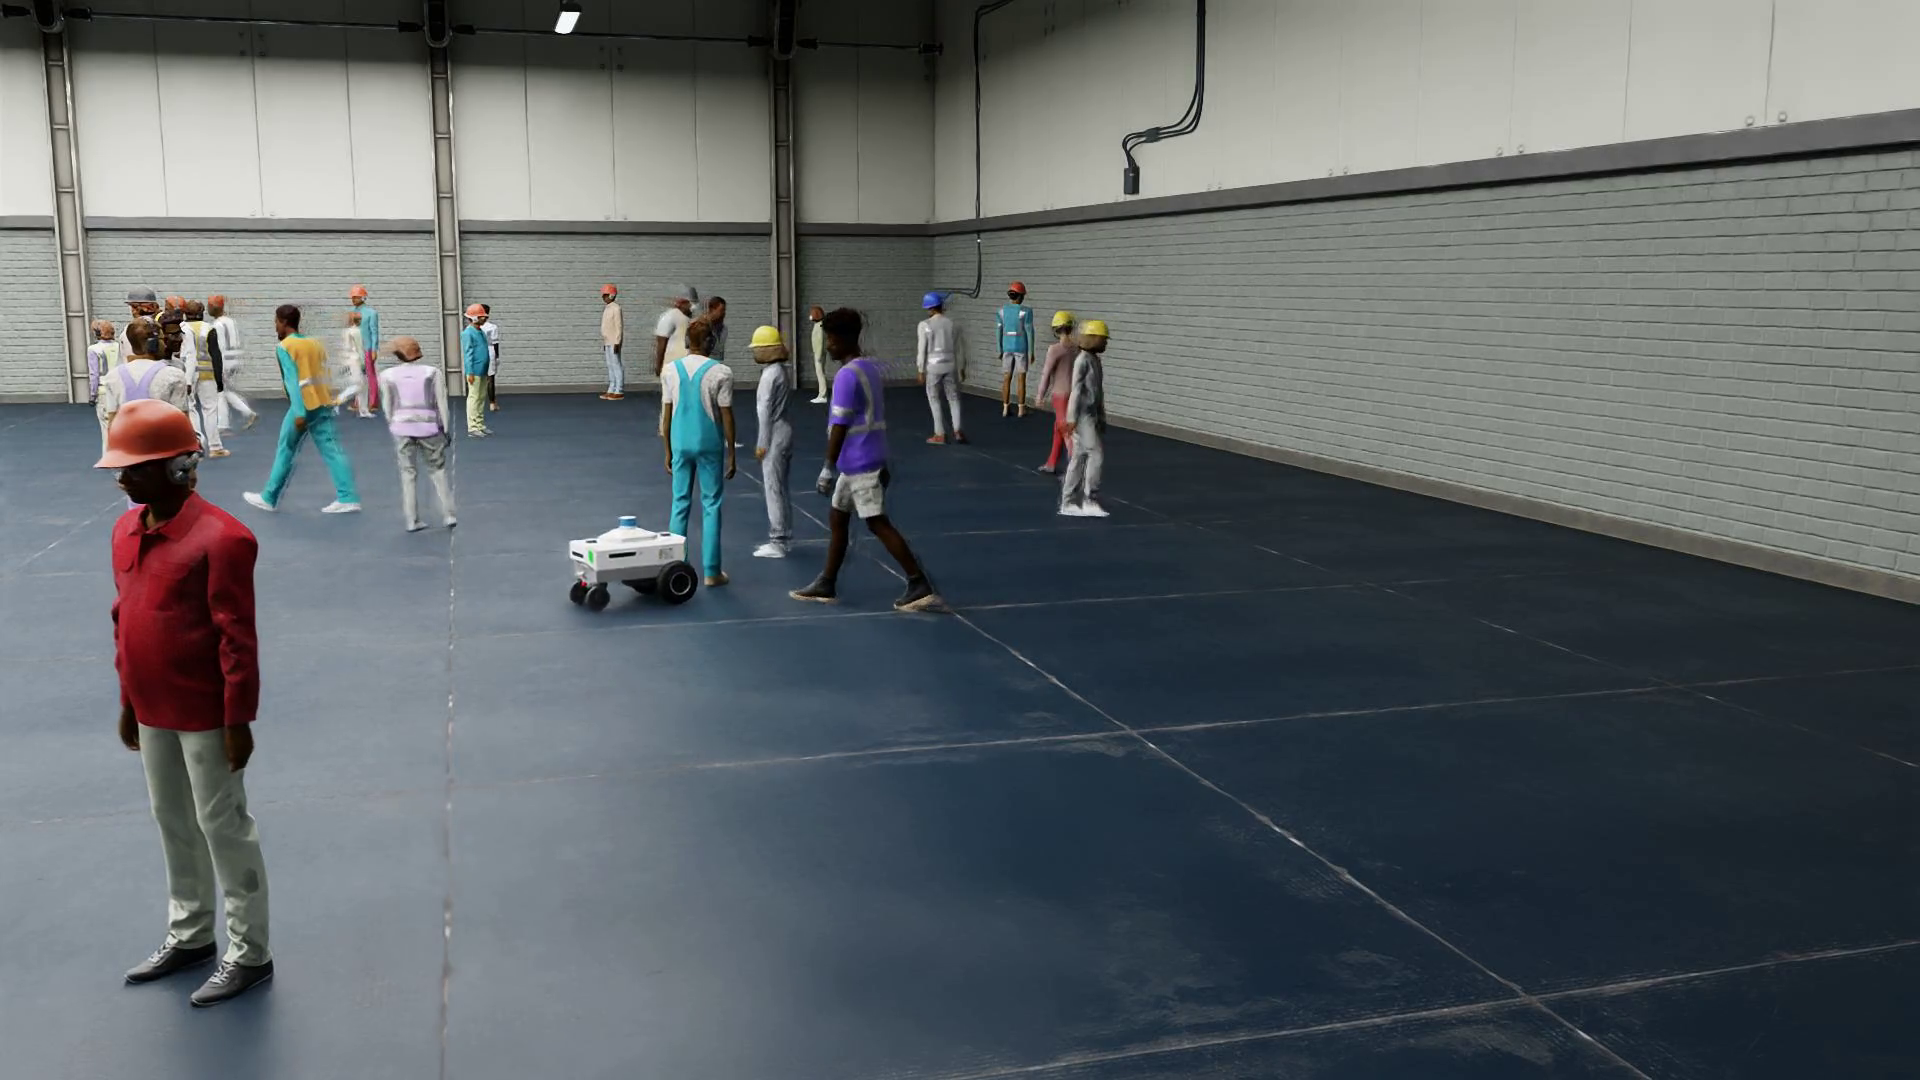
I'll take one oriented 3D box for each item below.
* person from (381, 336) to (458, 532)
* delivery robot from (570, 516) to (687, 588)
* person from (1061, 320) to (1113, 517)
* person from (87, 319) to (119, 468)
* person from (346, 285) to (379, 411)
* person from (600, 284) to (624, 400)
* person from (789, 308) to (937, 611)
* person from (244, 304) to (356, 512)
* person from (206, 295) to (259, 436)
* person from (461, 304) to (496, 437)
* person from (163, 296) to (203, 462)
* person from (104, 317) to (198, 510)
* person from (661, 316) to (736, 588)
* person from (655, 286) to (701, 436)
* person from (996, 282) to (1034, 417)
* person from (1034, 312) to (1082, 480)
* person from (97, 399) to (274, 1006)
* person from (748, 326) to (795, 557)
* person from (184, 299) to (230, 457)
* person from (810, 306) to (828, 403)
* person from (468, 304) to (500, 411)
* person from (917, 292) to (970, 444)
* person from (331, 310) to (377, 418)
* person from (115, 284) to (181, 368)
[{"bbox_3d":[-4.451,-0.871,13.714,0.560,1.616,0.387,-2,9,-11],"label":"person"},{"bbox_3d":[-2.119,0.092,10.635,0.707,0.478,0.477,-6,11,-36],"label":"delivery robot"},{"bbox_3d":[1.161,-1.053,14.528,0.621,1.710,0.514,4,10,21],"label":"person"},{"bbox_3d":[-9.382,-1.607,18.337,0.309,1.641,0.514,2,9,14],"label":"person"},{"bbox_3d":[-9.478,-3.036,26.326,0.620,1.990,0.399,4,10,26],"label":"person"},{"bbox_3d":[-6.019,-3.416,28.746,0.379,1.996,0.611,-5,10,-31],"label":"person"},{"bbox_3d":[-0.591,-0.496,10.433,0.973,1.919,0.594,1,9,6],"label":"person"},{"bbox_3d":[-5.883,-1.160,14.807,1.051,1.848,0.606,2,9,10],"label":"person"},{"bbox_3d":[-9.733,-2.311,22.077,0.538,1.872,0.581,-1,9,-5],"label":"person"},{"bbox_3d":[-6.384,-2.249,22.068,0.333,1.749,0.574,1,9,7],"label":"person"},{"bbox_3d":[-8.842,-1.816,18.890,0.346,1.882,0.584,-7,12,-40],"label":"person"},{"bbox_3d":[-5.073,-0.474,10.465,0.507,1.842,0.351,0,9,-1],"label":"person"},{"bbox_3d":[-1.755,-0.587,11.223,0.517,1.834,0.357,2,9,11],"label":"person"},{"bbox_3d":[-3.549,-2.330,21.673,1.075,2.000,0.707,5,10,28],"label":"person"},{"bbox_3d":[0.857,-2.880,25.175,0.616,2.041,0.378,5,10,29],"label":"person"},{"bbox_3d":[0.996,-1.496,17.316,0.802,1.736,0.538,7,11,39],"label":"person"},{"bbox_3d":[-2.256,0.463,4.801,0.573,1.743,0.352,5,10,30],"label":"person"},{"bbox_3d":[-1.421,-0.738,12.509,0.344,1.730,0.483,1,9,3],"label":"person"},{"bbox_3d":[-8.884,-1.877,19.412,0.621,1.845,0.430,1,9,7],"label":"person"},{"bbox_3d":[-2.382,-3.122,28.047,0.285,1.627,0.508,-2,9,-12],"label":"person"},{"bbox_3d":[-7.515,-2.872,26.265,0.535,1.690,0.322,2,9,10],"label":"person"},{"bbox_3d":[-0.215,-2.139,20.878,0.680,1.919,0.519,-4,10,-27],"label":"person"},{"bbox_3d":[-9.068,-2.610,24.791,0.604,1.618,0.522,-5,10,-28],"label":"person"},{"bbox_3d":[-7.972,-1.484,16.273,0.539,2.000,0.688,2,9,11],"label":"person"}]
